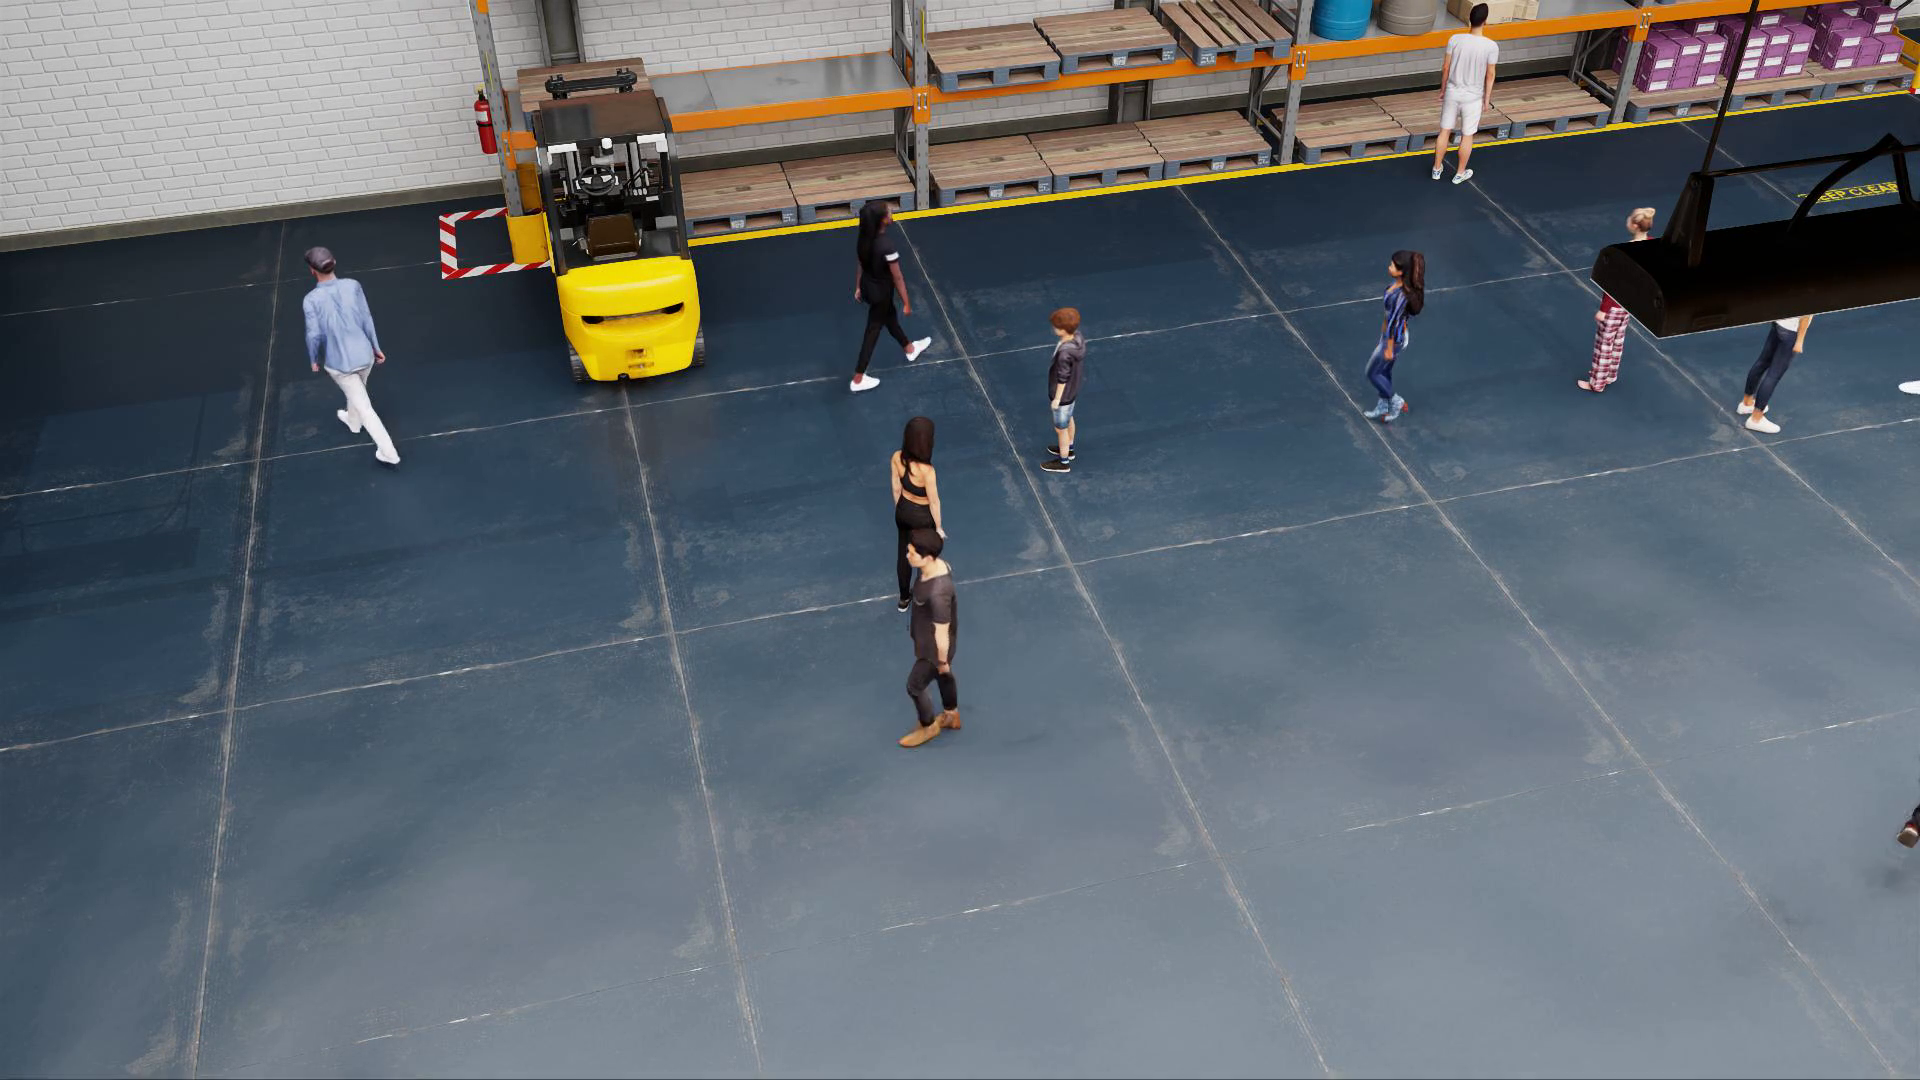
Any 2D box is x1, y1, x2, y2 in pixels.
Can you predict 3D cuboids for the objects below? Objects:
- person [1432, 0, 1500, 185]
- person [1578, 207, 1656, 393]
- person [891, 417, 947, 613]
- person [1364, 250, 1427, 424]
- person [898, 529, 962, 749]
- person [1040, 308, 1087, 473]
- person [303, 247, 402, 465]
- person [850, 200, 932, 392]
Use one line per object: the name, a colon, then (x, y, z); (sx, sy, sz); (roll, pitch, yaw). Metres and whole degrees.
person: (5.141, -4.557, 16.982); (0.747, 1.852, 0.807); (20, 43, 23)
person: (5.520, -2.018, 13.917); (0.743, 1.710, 0.616); (32, 48, 33)
person: (-0.311, -0.147, 11.631); (0.640, 1.638, 0.680); (25, 45, 28)
person: (3.576, -1.612, 13.486); (0.796, 1.611, 0.758); (10, 40, 13)
person: (-0.090, 0.608, 10.635); (0.718, 1.701, 0.698); (-1, 39, -1)
person: (0.822, -1.195, 13.093); (0.660, 1.451, 0.624); (11, 40, 14)
person: (-4.743, -1.391, 13.030); (1.124, 1.836, 1.195); (30, 47, 32)
person: (-0.749, -2.008, 13.919); (1.219, 1.690, 0.910); (-24, 45, -27)
